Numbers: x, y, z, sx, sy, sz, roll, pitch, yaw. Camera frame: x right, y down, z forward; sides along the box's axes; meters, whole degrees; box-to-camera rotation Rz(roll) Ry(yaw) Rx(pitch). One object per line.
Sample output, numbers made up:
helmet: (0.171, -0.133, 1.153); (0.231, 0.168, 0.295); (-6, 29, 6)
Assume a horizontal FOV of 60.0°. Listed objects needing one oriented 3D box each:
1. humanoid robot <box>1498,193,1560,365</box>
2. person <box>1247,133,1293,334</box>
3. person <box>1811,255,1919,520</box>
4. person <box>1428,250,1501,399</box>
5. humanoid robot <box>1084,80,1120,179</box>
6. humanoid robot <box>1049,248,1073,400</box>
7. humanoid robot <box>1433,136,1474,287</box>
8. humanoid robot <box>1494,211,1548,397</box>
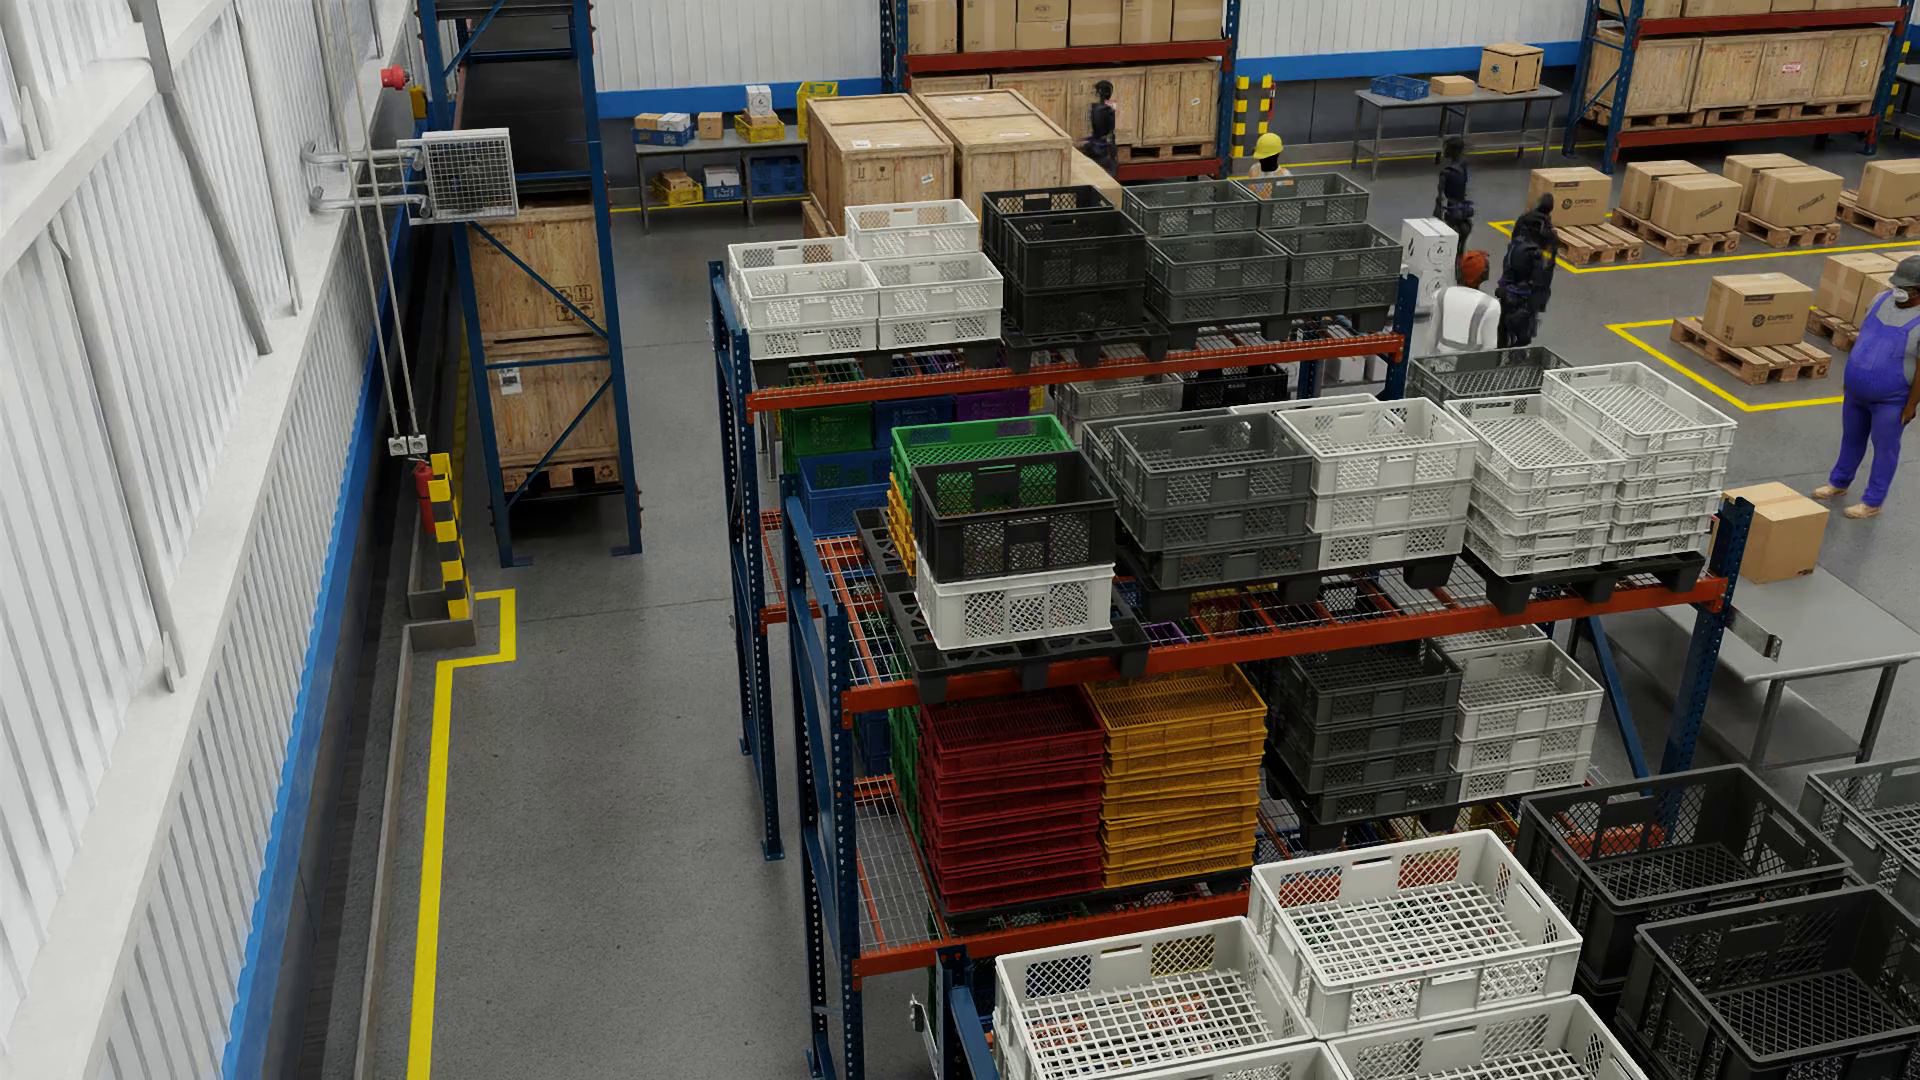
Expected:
humanoid robot: (5.110, -2.341, 14.996); (0.429, 1.634, 0.642); (-15, 31, -27)
person: (2.886, -2.922, 15.819); (0.377, 1.922, 0.584); (-18, 33, -31)
person: (6.818, -1.149, 12.329); (0.535, 2.000, 0.681); (-8, 29, -15)
person: (3.907, -1.340, 12.878); (0.617, 1.859, 0.620); (-24, 36, -37)
humanoid robot: (1.615, -4.352, 18.786); (0.379, 1.655, 0.611); (-11, 30, -20)
humanoid robot: (0.866, -1.860, 14.063); (0.328, 1.652, 0.564); (6, 28, 10)
humanoid robot: (4.950, -3.195, 16.619); (0.598, 1.625, 0.489); (-22, 35, -35)
humanoid robot: (4.824, -2.040, 14.405); (0.326, 1.650, 0.597); (-4, 28, -7)
